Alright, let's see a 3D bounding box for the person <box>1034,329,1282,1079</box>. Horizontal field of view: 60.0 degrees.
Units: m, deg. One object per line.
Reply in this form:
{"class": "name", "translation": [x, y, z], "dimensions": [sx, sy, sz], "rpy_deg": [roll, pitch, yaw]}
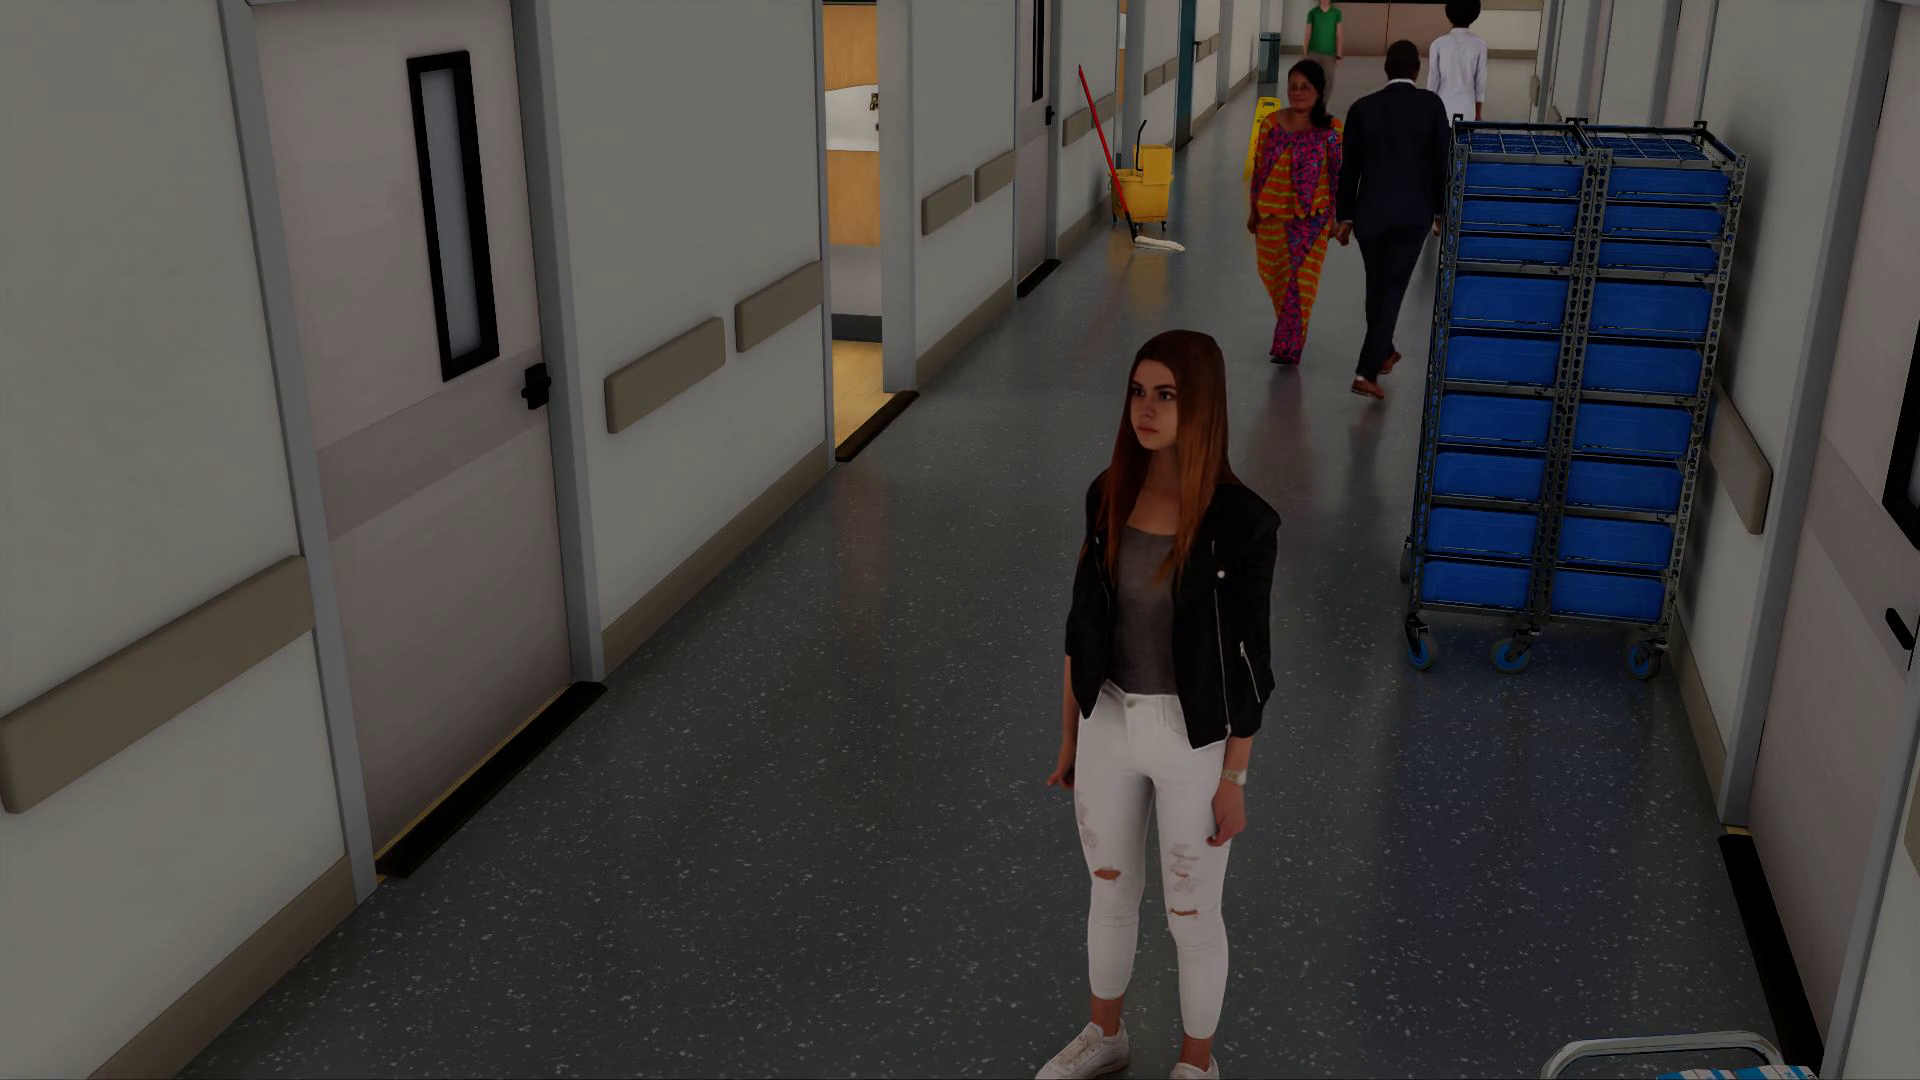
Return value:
{"class": "person", "translation": [0.400, 0.410, 3.328], "dimensions": [0.657, 1.704, 0.636], "rpy_deg": [14, 25, 33]}

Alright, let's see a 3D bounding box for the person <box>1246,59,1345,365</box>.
{"class": "person", "translation": [1.902, -1.849, 9.343], "dimensions": [0.802, 1.653, 1.137], "rpy_deg": [11, 23, 26]}

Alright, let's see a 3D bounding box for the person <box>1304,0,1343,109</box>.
{"class": "person", "translation": [4.201, -5.614, 19.334], "dimensions": [0.617, 1.632, 0.972], "rpy_deg": [4, 21, 11]}

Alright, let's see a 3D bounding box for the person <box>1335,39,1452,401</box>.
{"class": "person", "translation": [2.184, -1.585, 8.487], "dimensions": [0.926, 1.781, 1.285], "rpy_deg": [12, 24, 30]}

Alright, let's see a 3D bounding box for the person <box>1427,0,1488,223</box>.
{"class": "person", "translation": [4.026, -3.519, 13.551], "dimensions": [0.649, 1.809, 0.596], "rpy_deg": [3, 21, 8]}
